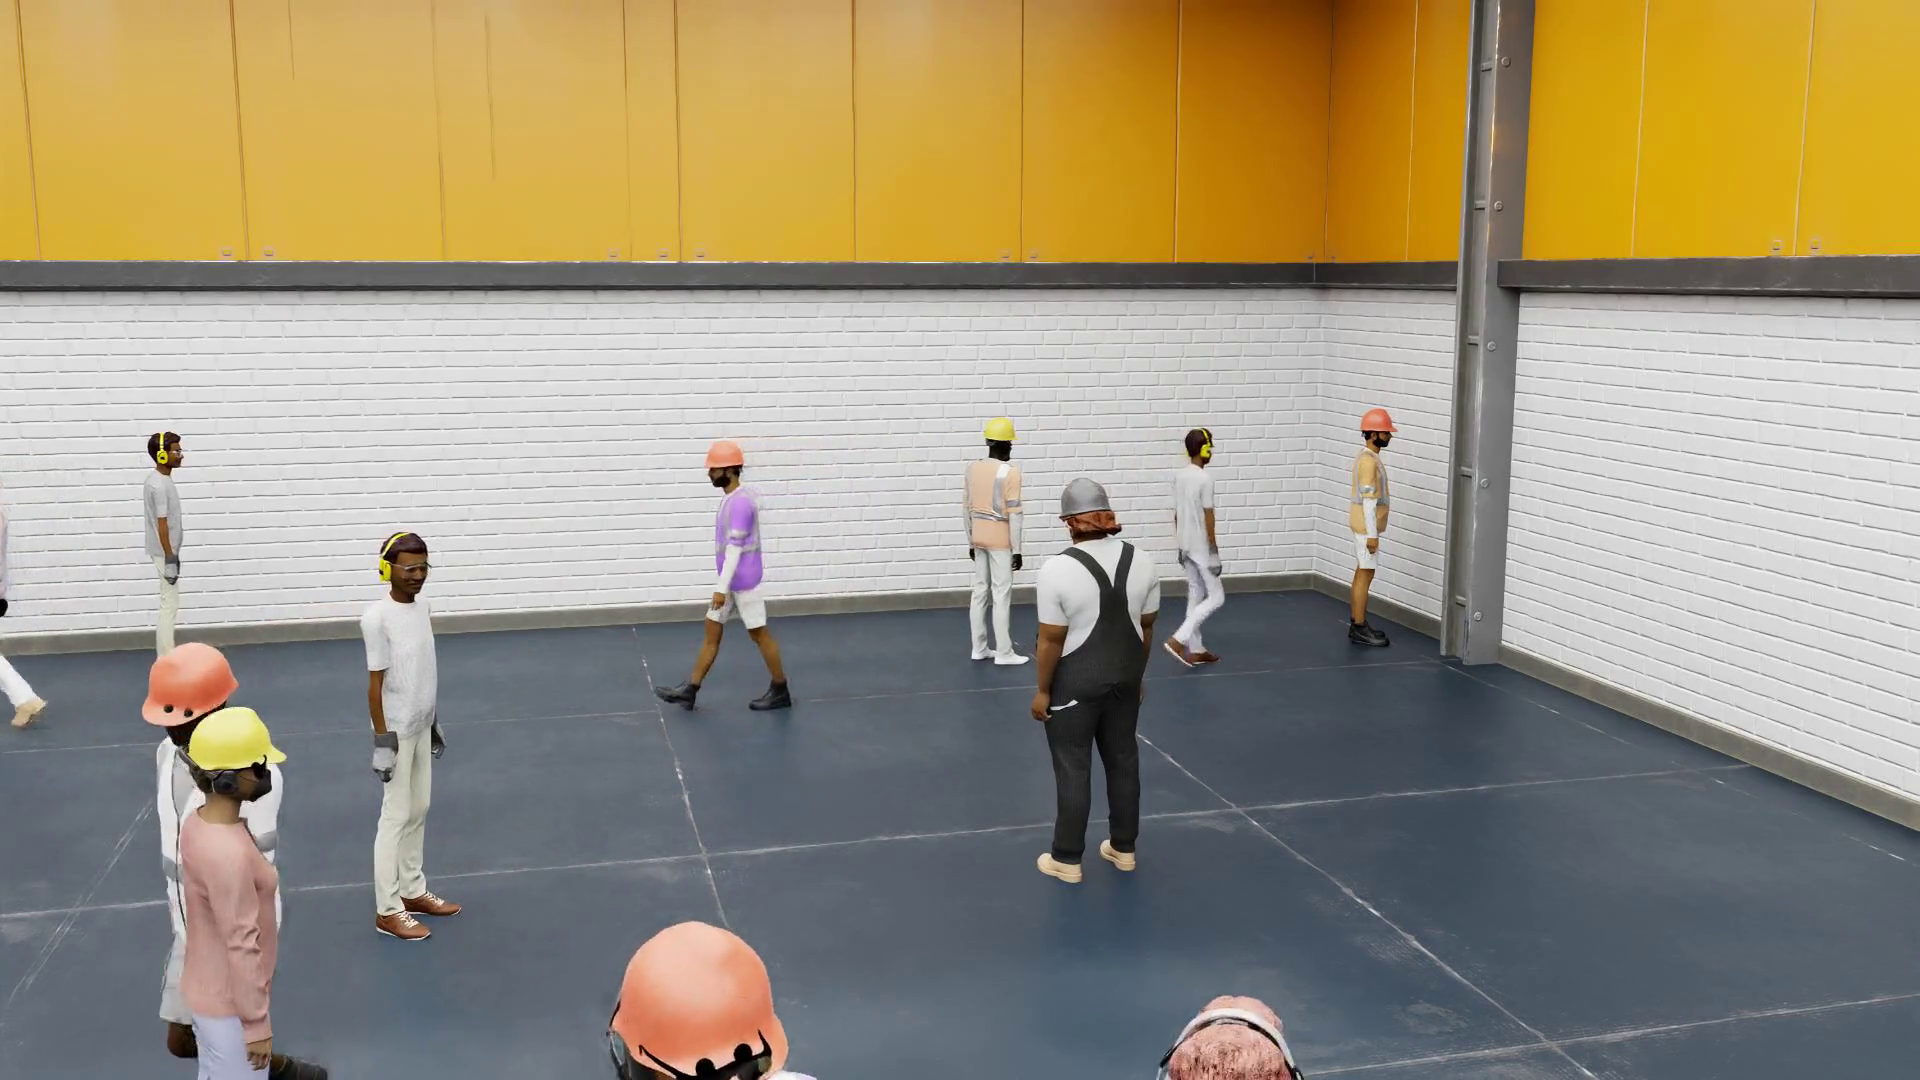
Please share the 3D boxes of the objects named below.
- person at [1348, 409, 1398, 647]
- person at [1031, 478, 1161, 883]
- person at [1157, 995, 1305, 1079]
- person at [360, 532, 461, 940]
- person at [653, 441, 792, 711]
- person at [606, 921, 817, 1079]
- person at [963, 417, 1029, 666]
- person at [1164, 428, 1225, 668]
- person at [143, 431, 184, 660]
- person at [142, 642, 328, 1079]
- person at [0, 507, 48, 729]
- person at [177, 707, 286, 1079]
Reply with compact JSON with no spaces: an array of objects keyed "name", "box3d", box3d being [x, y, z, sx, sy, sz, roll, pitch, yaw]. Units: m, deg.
[{"name":"person","box3d":[3.369,-0.107,13.611,0.357,1.938,0.542,2,9,10]},{"name":"person","box3d":[0.628,0.682,8.364,0.673,2.000,0.535,-5,10,-27]},{"name":"person","box3d":[0.426,1.677,2.685,0.654,1.879,0.825,2,9,12]},{"name":"person","box3d":[-2.537,0.884,7.661,0.312,1.862,0.535,2,9,10]},{"name":"person","box3d":[-1.614,0.267,11.408,0.978,1.882,0.570,-3,10,-19]},{"name":"person","box3d":[-0.379,1.599,2.804,1.017,1.986,0.613,8,12,42]},{"name":"person","box3d":[0.277,0.011,12.908,0.388,1.927,0.589,-8,12,-42]},{"name":"person","box3d":[1.818,0.072,12.743,0.539,1.855,0.588,-4,10,-23]},{"name":"person","box3d":[-5.926,0.118,12.474,0.334,1.861,0.514,-4,10,-26]},{"name":"person","box3d":[-2.352,1.232,5.391,0.550,1.905,0.556,5,10,30]},{"name":"person","box3d":[-6.544,0.365,11.057,0.895,1.815,0.617,0,9,-3]},{"name":"person","box3d":[-2.144,1.363,4.969,0.326,1.767,0.533,-6,11,-34]}]
